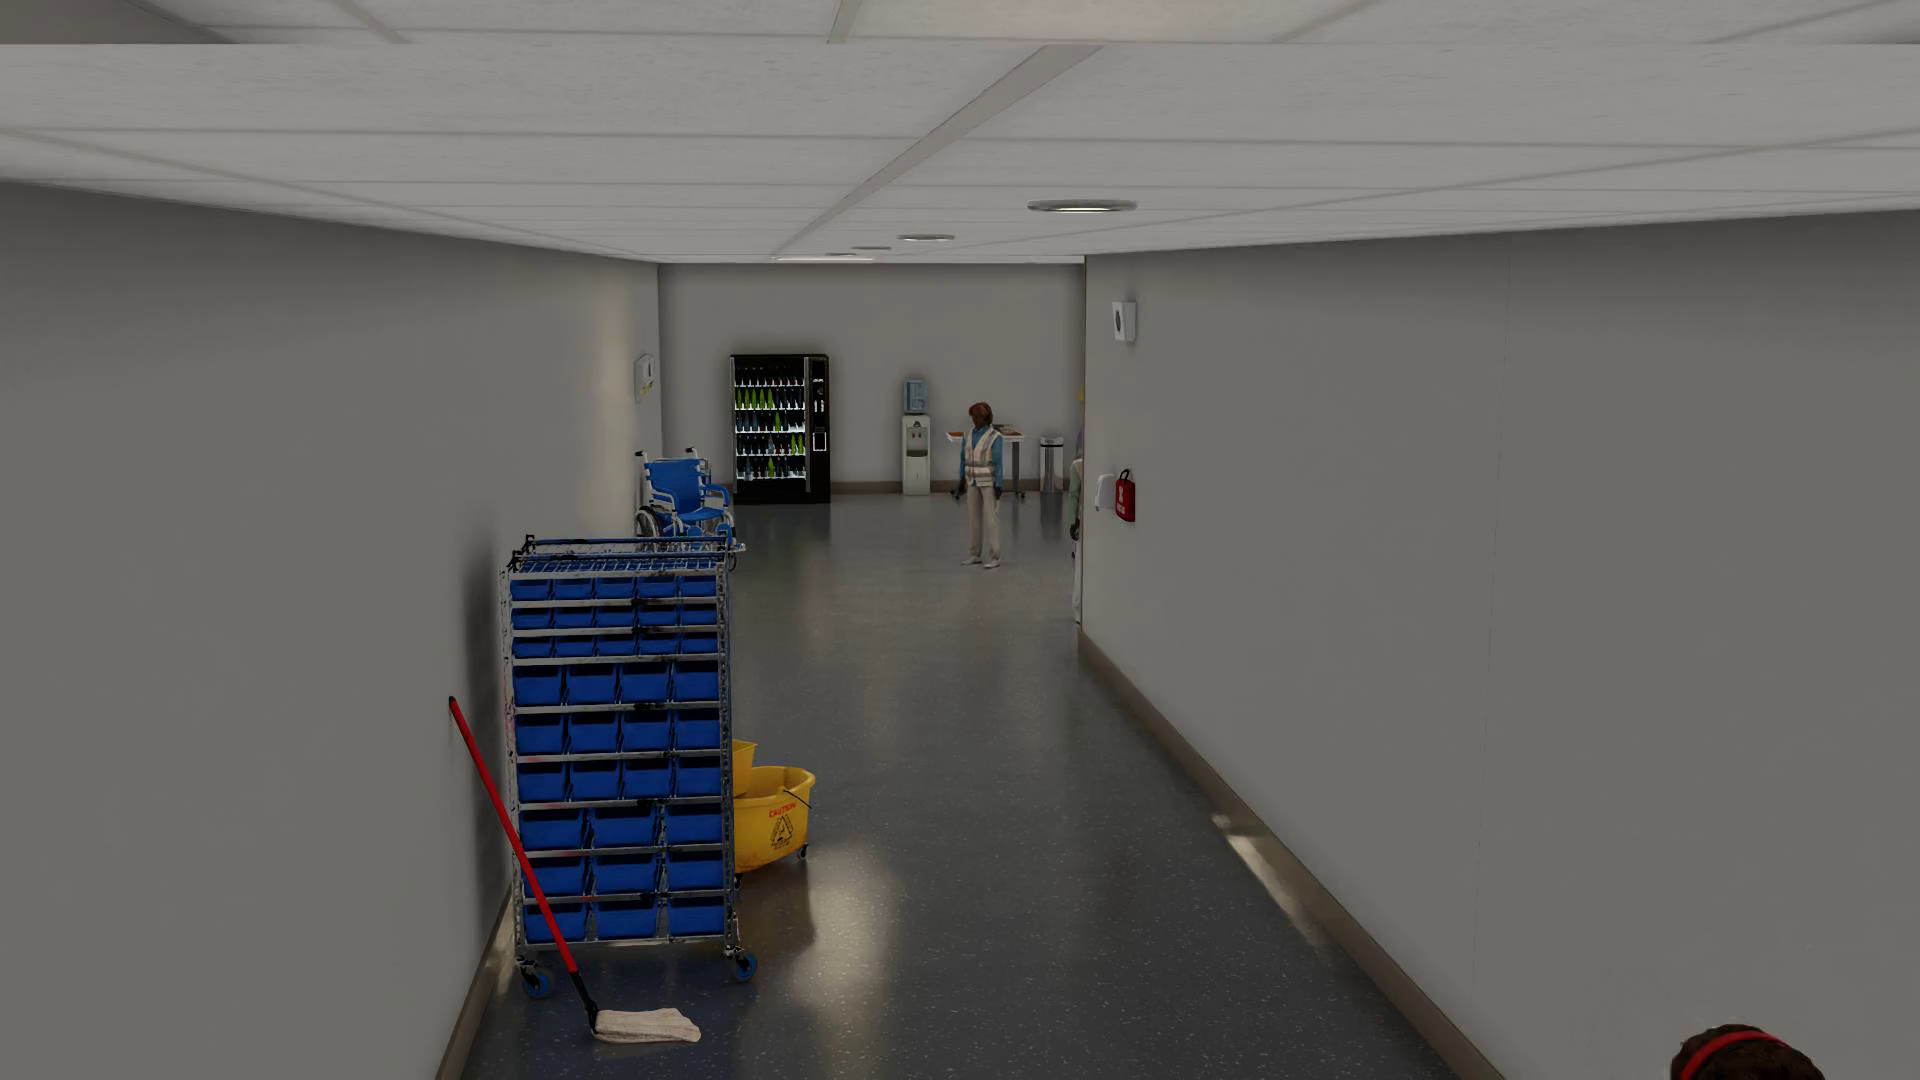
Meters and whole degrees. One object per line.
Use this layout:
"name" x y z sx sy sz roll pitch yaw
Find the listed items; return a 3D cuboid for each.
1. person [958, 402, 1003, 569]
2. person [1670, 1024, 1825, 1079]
"person" 0.221 -0.539 16.365 0.525 1.634 0.311 9 13 44
"person" 1.085 1.575 2.607 0.571 1.821 0.737 -1 9 -8
